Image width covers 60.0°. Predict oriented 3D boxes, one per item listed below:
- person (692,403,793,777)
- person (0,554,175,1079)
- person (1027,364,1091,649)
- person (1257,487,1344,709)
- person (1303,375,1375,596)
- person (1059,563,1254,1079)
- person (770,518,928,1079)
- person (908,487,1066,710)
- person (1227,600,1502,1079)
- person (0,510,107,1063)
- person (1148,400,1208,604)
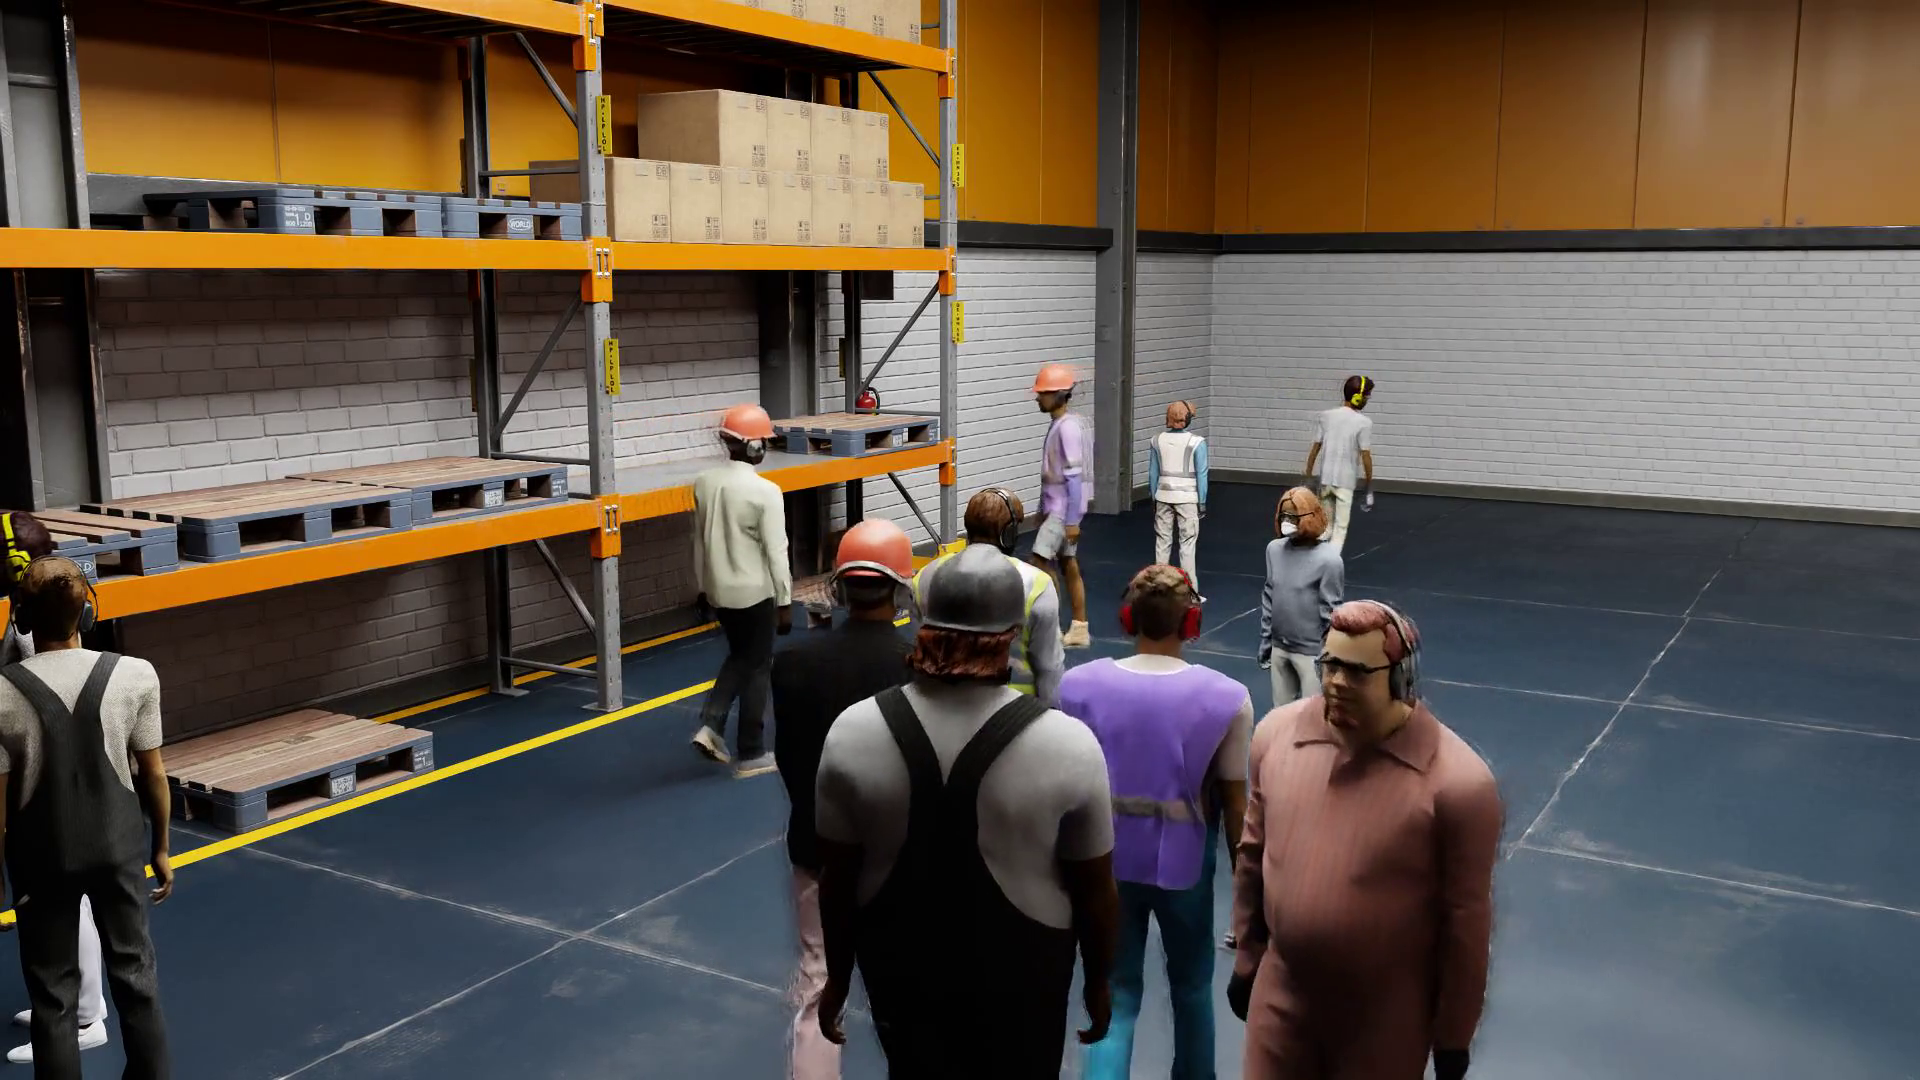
[{"bbox_3d":[-1.123,0.271,8.722,0.641,1.974,0.446,7,12,39],"label":"person"},{"bbox_3d":[-2.584,0.953,4.879,0.511,1.845,0.341,-7,11,-37],"label":"person"},{"bbox_3d":[0.627,-0.210,11.599,0.695,2.015,0.638,0,9,-1],"label":"person"},{"bbox_3d":[1.648,0.550,8.082,0.277,1.628,0.500,-6,11,-31],"label":"person"},{"bbox_3d":[3.083,-0.425,13.519,0.498,1.829,0.544,-8,12,-41],"label":"person"},{"bbox_3d":[0.554,0.983,4.821,0.601,1.815,0.756,3,10,17],"label":"person"},{"bbox_3d":[-0.278,0.907,4.925,0.597,1.920,1.112,2,9,11],"label":"person"},{"bbox_3d":[0.122,0.712,6.401,0.634,1.841,0.429,5,10,27],"label":"person"},{"bbox_3d":[0.952,1.065,4.015,0.663,1.894,0.515,8,12,41],"label":"person"},{"bbox_3d":[-3.120,0.824,5.636,0.329,1.865,0.507,-4,10,-23],"label":"person"},{"bbox_3d":[1.746,-0.300,13.334,0.515,1.641,0.314,7,11,36],"label":"person"}]
